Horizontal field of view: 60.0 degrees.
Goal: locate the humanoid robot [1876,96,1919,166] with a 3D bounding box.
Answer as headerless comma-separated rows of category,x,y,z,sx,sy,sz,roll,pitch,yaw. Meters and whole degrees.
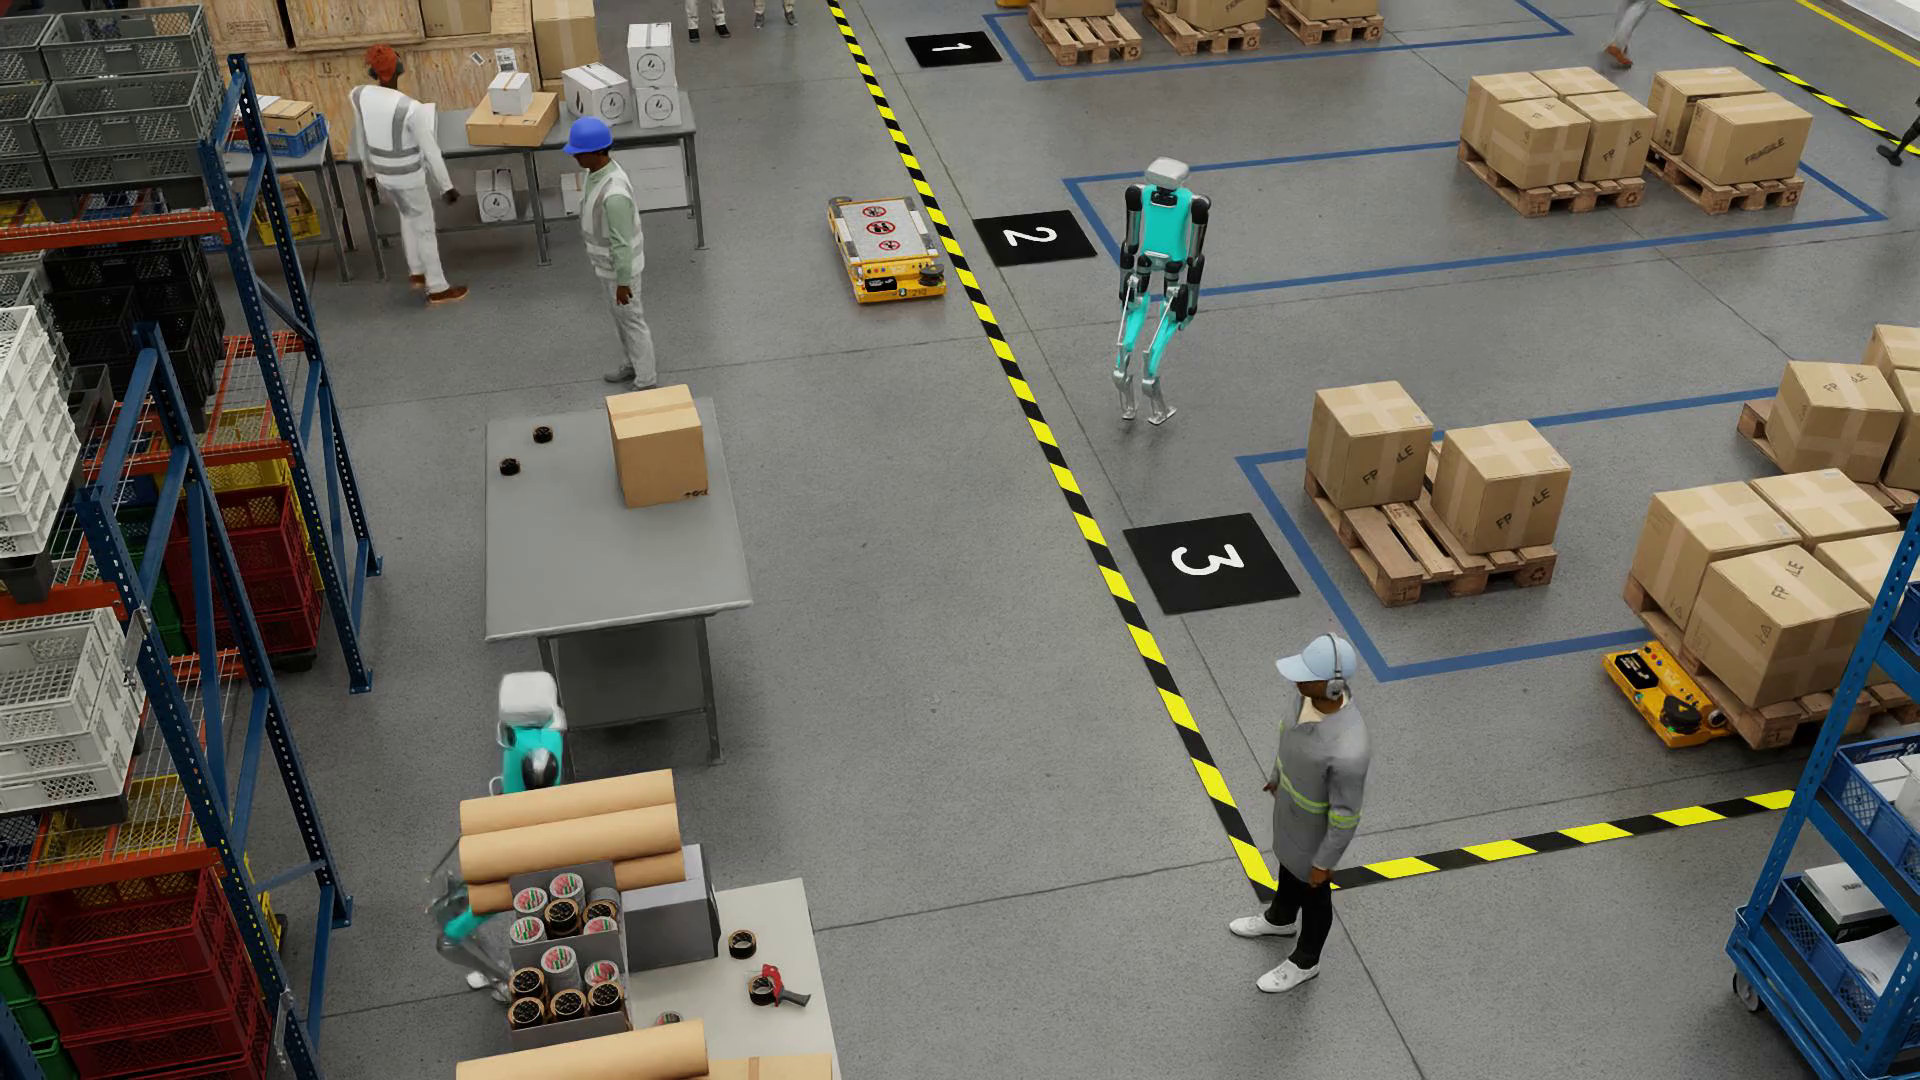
humanoid robot,8.037,-3.728,13.419,0.609,1.619,0.781,-15,39,-19

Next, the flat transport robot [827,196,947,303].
flat transport robot,-0.570,-2.220,12.538,0.659,0.231,1.431,-8,37,-10

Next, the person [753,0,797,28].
person,-1.848,-5.917,16.247,0.571,1.769,0.398,-8,37,-10

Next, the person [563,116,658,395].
person,-2.196,-1.760,10.524,0.420,1.940,0.612,-13,39,-17

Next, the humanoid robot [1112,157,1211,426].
humanoid robot,1.140,-1.431,10.134,0.533,1.677,0.735,17,40,21

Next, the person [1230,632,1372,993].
person,1.386,1.105,6.742,0.390,1.853,0.587,-6,37,-8

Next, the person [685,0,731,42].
person,-2.471,-5.711,15.927,0.588,1.821,0.403,-13,39,-17

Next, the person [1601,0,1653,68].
person,6.296,-5.384,15.477,0.659,1.840,0.652,-20,41,-25

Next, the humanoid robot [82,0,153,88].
humanoid robot,-6.991,-4.162,13.967,0.601,1.642,0.413,-7,37,-9

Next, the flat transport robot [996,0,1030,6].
flat transport robot,1.033,-5.811,17.340,1.431,0.197,0.652,-8,37,-10

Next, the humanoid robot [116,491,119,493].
humanoid robot,-5.385,-0.732,9.393,0.774,1.622,0.609,-13,39,-17

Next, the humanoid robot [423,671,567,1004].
humanoid robot,-1.877,1.293,6.601,0.817,1.782,0.564,-12,38,-15

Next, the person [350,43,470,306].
person,-3.847,-2.526,11.600,0.681,1.871,0.406,16,40,21

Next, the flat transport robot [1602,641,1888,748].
flat transport robot,4.159,0.683,8.613,1.431,0.197,0.652,-8,37,-10
